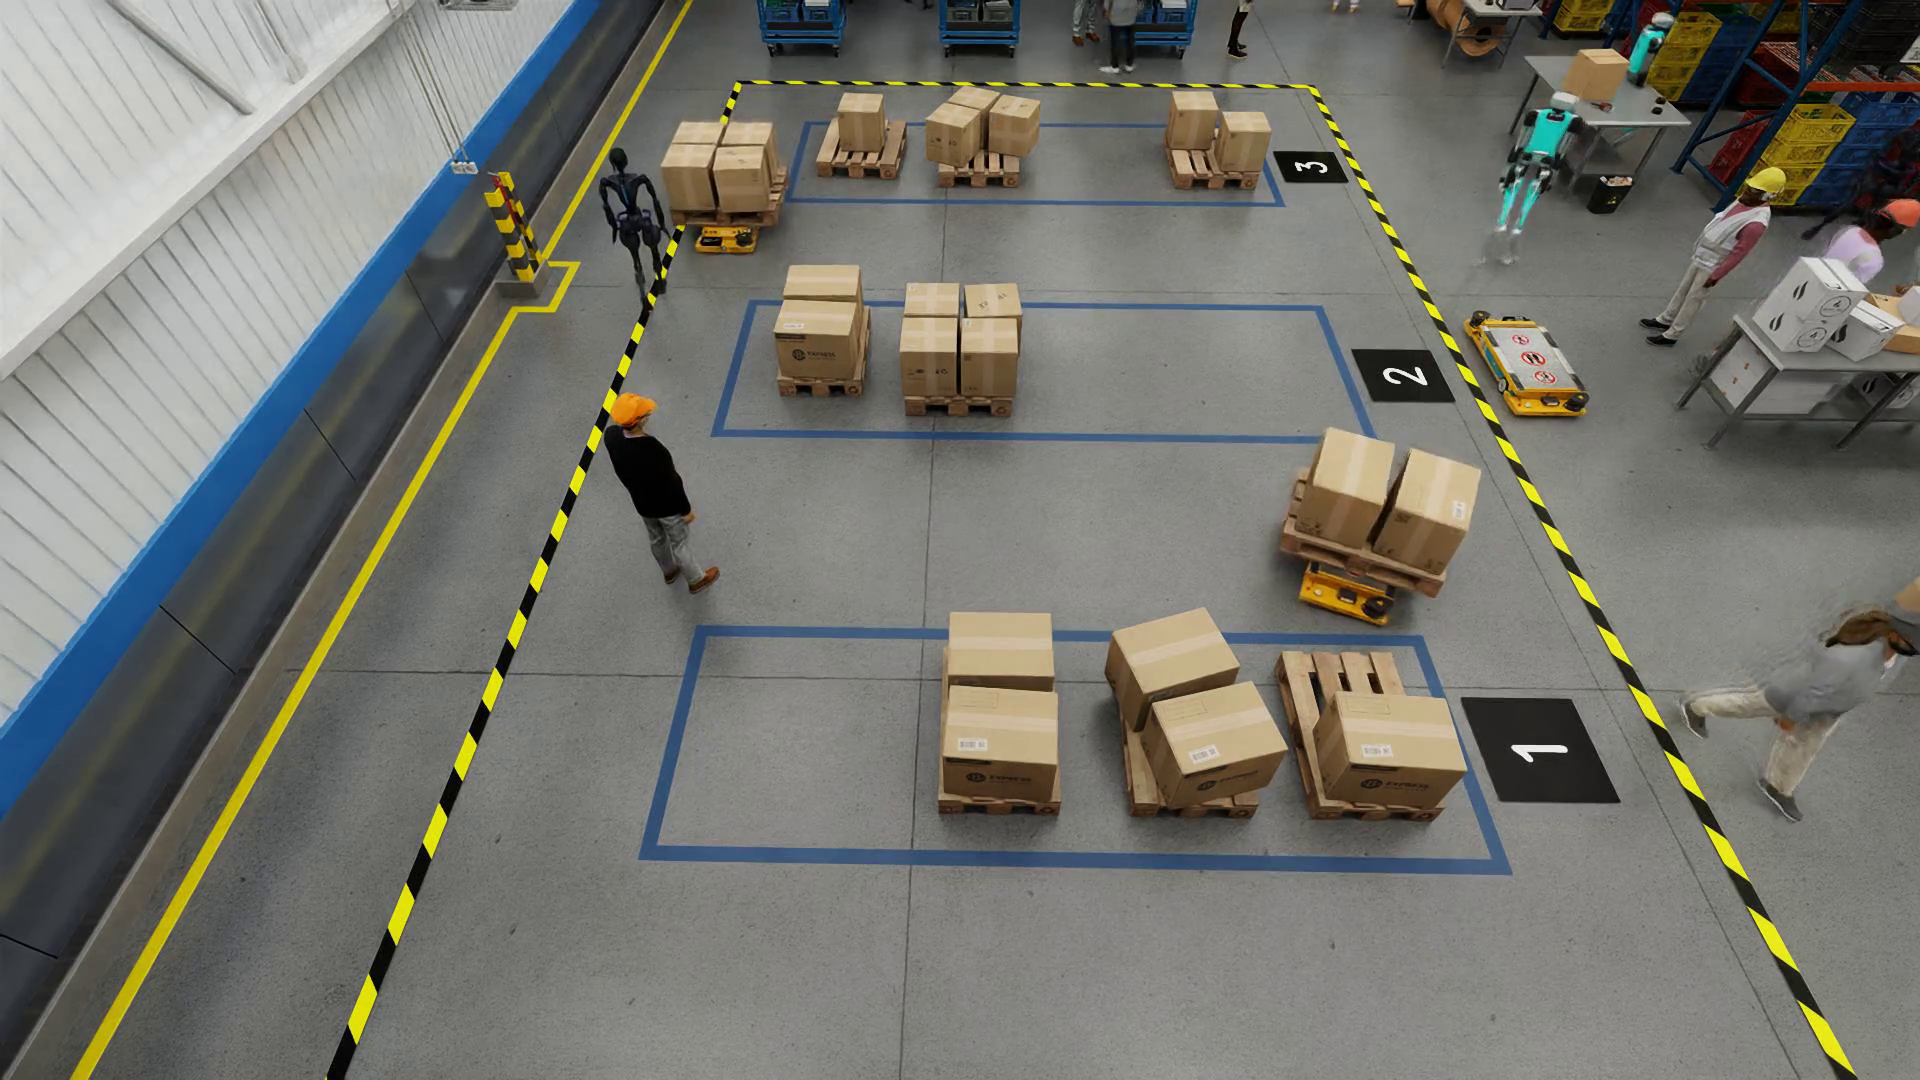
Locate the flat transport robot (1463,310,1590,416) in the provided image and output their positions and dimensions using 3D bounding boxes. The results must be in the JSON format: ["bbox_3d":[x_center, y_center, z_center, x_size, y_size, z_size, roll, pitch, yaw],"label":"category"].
[{"bbox_3d":[5.573,-1.757,9.054,0.659,0.231,1.431,1,49,1],"label":"flat transport robot"}]

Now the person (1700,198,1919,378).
[{"bbox_3d":[7.618,-2.124,8.230,0.827,2.006,0.607,4,49,3],"label":"person"}]

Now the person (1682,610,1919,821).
[{"bbox_3d":[5.343,0.971,5.729,0.584,1.717,0.931,-10,50,-8],"label":"person"}]

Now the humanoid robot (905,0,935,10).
[{"bbox_3d":[-0.689,-9.584,14.931,0.785,1.625,0.586,27,54,22],"label":"humanoid robot"}]

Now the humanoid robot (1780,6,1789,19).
[{"bbox_3d":[13.138,-8.846,14.257,0.588,1.654,0.327,-9,50,-7],"label":"humanoid robot"}]

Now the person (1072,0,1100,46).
[{"bbox_3d":[1.988,-8.547,13.827,0.634,1.937,0.356,-22,53,-18],"label":"person"}]

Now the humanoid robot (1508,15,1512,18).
[{"bbox_3d":[8.668,-8.771,14.194,0.598,1.648,0.403,19,52,16],"label":"humanoid robot"}]

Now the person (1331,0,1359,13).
[{"bbox_3d":[6.438,-9.526,14.743,0.620,1.838,0.429,21,52,17],"label":"person"}]

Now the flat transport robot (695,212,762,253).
[{"bbox_3d":[-2.680,-3.886,10.879,0.652,0.197,1.431,1,49,1],"label":"flat transport robot"}]

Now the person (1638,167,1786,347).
[{"bbox_3d":[7.251,-2.711,8.842,0.404,1.836,0.598,13,50,11],"label":"person"}]

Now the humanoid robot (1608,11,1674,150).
[{"bbox_3d":[8.448,-5.558,11.303,0.728,1.696,0.530,9,50,8],"label":"humanoid robot"}]

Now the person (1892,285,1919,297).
[{"bbox_3d":[10.623,-3.137,9.210,0.890,1.850,0.591,29,55,23],"label":"person"}]

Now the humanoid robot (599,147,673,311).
[{"bbox_3d":[-3.288,-3.161,9.349,0.608,1.629,0.652,-7,50,-6],"label":"humanoid robot"}]

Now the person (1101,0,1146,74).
[{"bbox_3d":[2.383,-7.628,13.127,0.661,1.813,0.373,-10,50,-9],"label":"person"}]

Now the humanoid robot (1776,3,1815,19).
[{"bbox_3d":[13.334,-8.885,14.230,0.534,1.762,0.684,-1,49,-1],"label":"humanoid robot"}]

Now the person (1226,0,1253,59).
[{"bbox_3d":[4.280,-8.210,13.517,0.361,1.963,0.612,9,50,7],"label":"person"}]

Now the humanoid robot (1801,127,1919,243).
[{"bbox_3d":[10.113,-3.963,10.037,0.626,1.645,0.454,16,51,13],"label":"humanoid robot"}]

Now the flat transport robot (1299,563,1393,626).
[{"bbox_3d":[3.258,0.020,7.497,0.652,0.197,1.431,19,52,16],"label":"flat transport robot"}]

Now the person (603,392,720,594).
[{"bbox_3d":[-2.210,-0.312,6.738,0.586,1.881,0.387,24,53,19],"label":"person"}]

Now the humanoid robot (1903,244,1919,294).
[{"bbox_3d":[10.439,-3.265,9.433,0.548,1.828,0.802,-18,52,-15],"label":"humanoid robot"}]

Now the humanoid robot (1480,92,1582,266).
[{"bbox_3d":[6.064,-3.758,9.817,0.548,1.761,0.788,17,51,14],"label":"humanoid robot"}]
